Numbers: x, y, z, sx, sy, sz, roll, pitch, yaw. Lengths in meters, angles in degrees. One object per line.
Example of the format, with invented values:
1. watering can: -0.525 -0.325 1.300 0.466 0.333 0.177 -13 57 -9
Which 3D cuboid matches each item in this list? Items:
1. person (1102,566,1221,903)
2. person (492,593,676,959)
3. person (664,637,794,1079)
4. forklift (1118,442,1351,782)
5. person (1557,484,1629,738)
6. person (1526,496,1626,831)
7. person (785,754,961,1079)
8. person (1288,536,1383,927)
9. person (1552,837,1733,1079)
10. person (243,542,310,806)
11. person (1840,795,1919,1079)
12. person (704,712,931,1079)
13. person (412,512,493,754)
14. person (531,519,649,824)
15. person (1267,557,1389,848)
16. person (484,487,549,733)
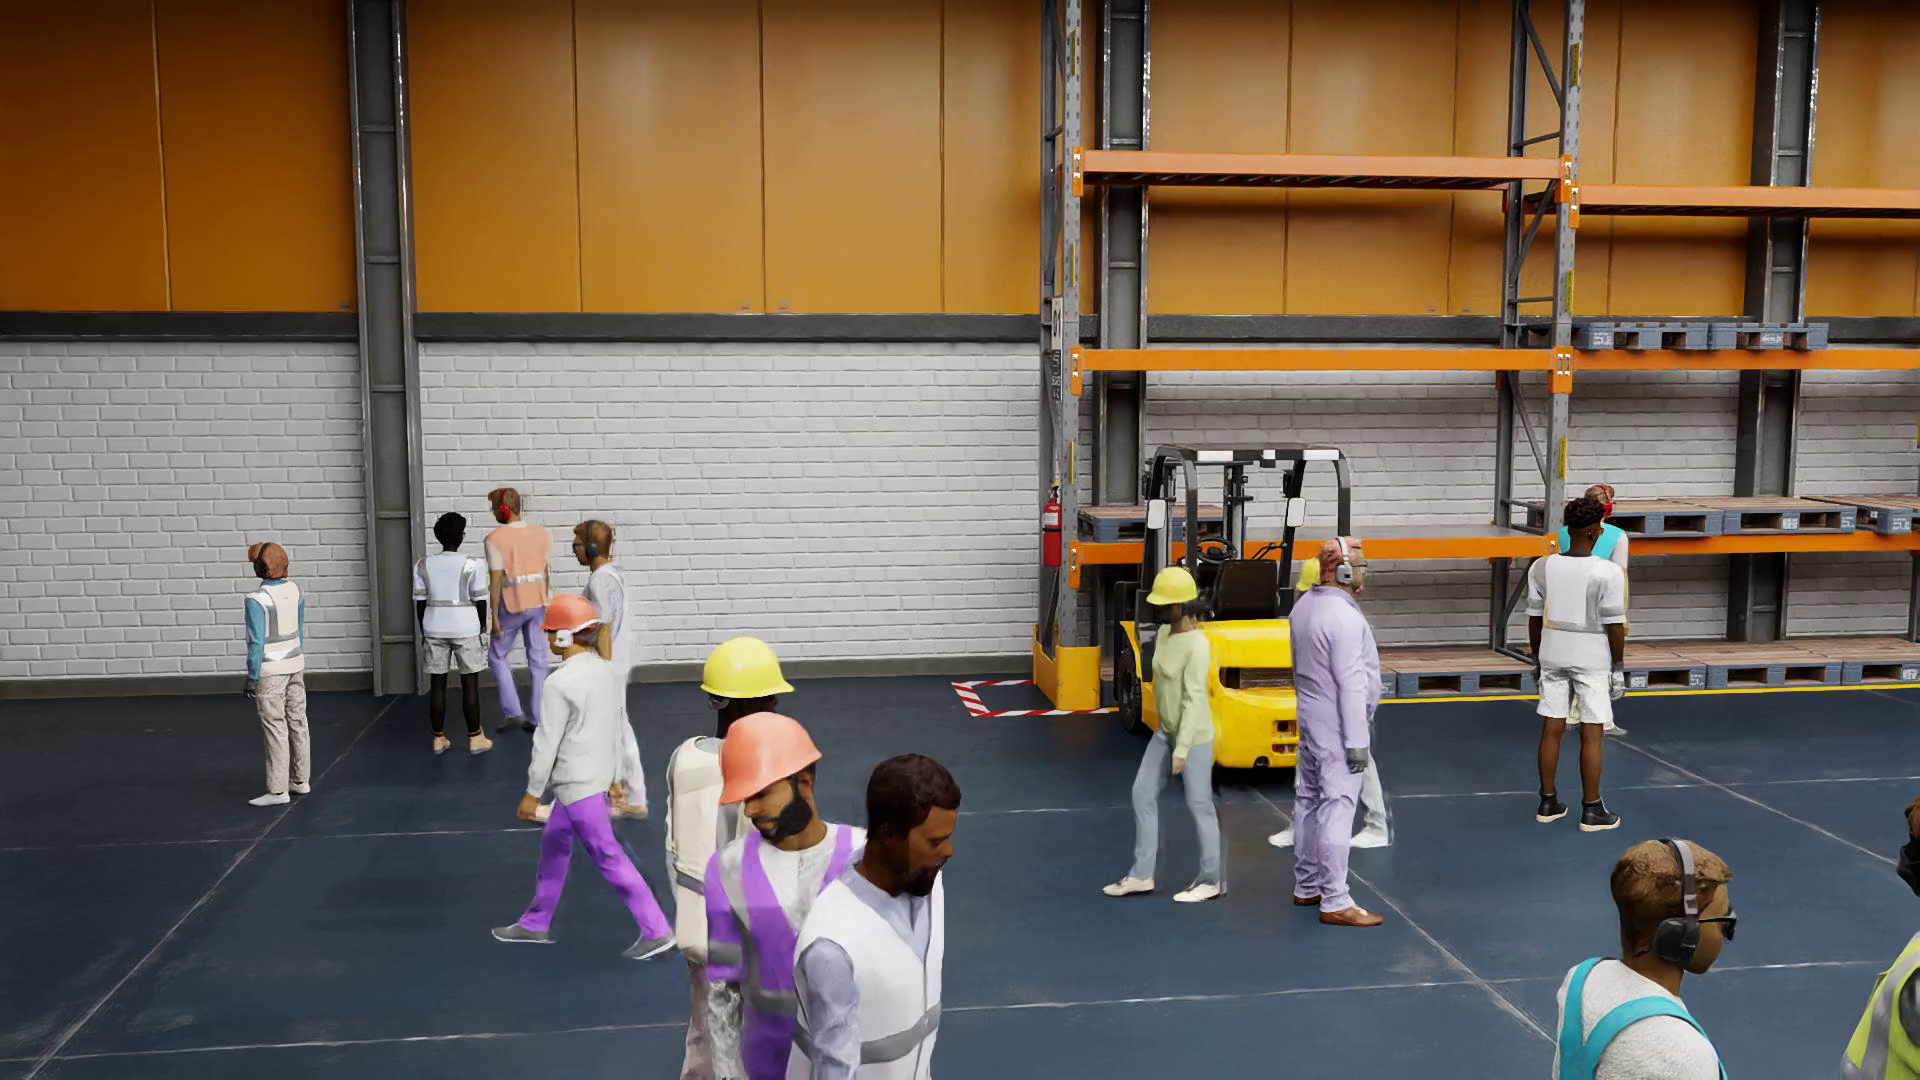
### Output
1. person: 1.033 0.996 8.363 0.716 1.736 0.545 -2 7 -18
2. person: -1.740 1.097 7.729 0.936 1.705 0.553 1 7 7
3. person: -0.704 1.261 5.269 0.388 1.927 0.589 -6 9 -40
4. forklift: 1.912 0.418 11.496 1.214 2.155 2.313 -1 7 -8
5. person: 4.602 0.516 12.135 0.392 1.847 0.563 -5 8 -35
6. person: 3.644 0.722 9.818 0.368 1.967 0.600 -6 9 -41
7. person: -0.201 1.419 4.028 0.451 1.889 0.627 3 7 24
8. person: 1.876 0.932 8.243 0.405 1.909 0.636 -1 7 -11
9. person: 1.391 1.514 3.419 0.328 1.842 0.516 -1 7 -7
10. person: -4.244 0.826 10.319 0.310 1.642 0.514 1 7 13
11. person: 2.257 1.470 3.828 0.429 1.841 0.632 6 9 40
12. person: -0.371 1.380 4.398 0.606 1.897 0.552 1 7 5
13. person: -3.536 0.652 11.596 0.536 1.696 0.322 1 7 6
14. person: -2.188 0.791 9.875 0.622 1.835 0.545 0 7 0
15. person: 2.080 0.919 9.300 0.787 1.675 0.512 -2 7 -18
16. person: -3.214 0.524 12.164 0.500 1.820 0.611 5 8 40
